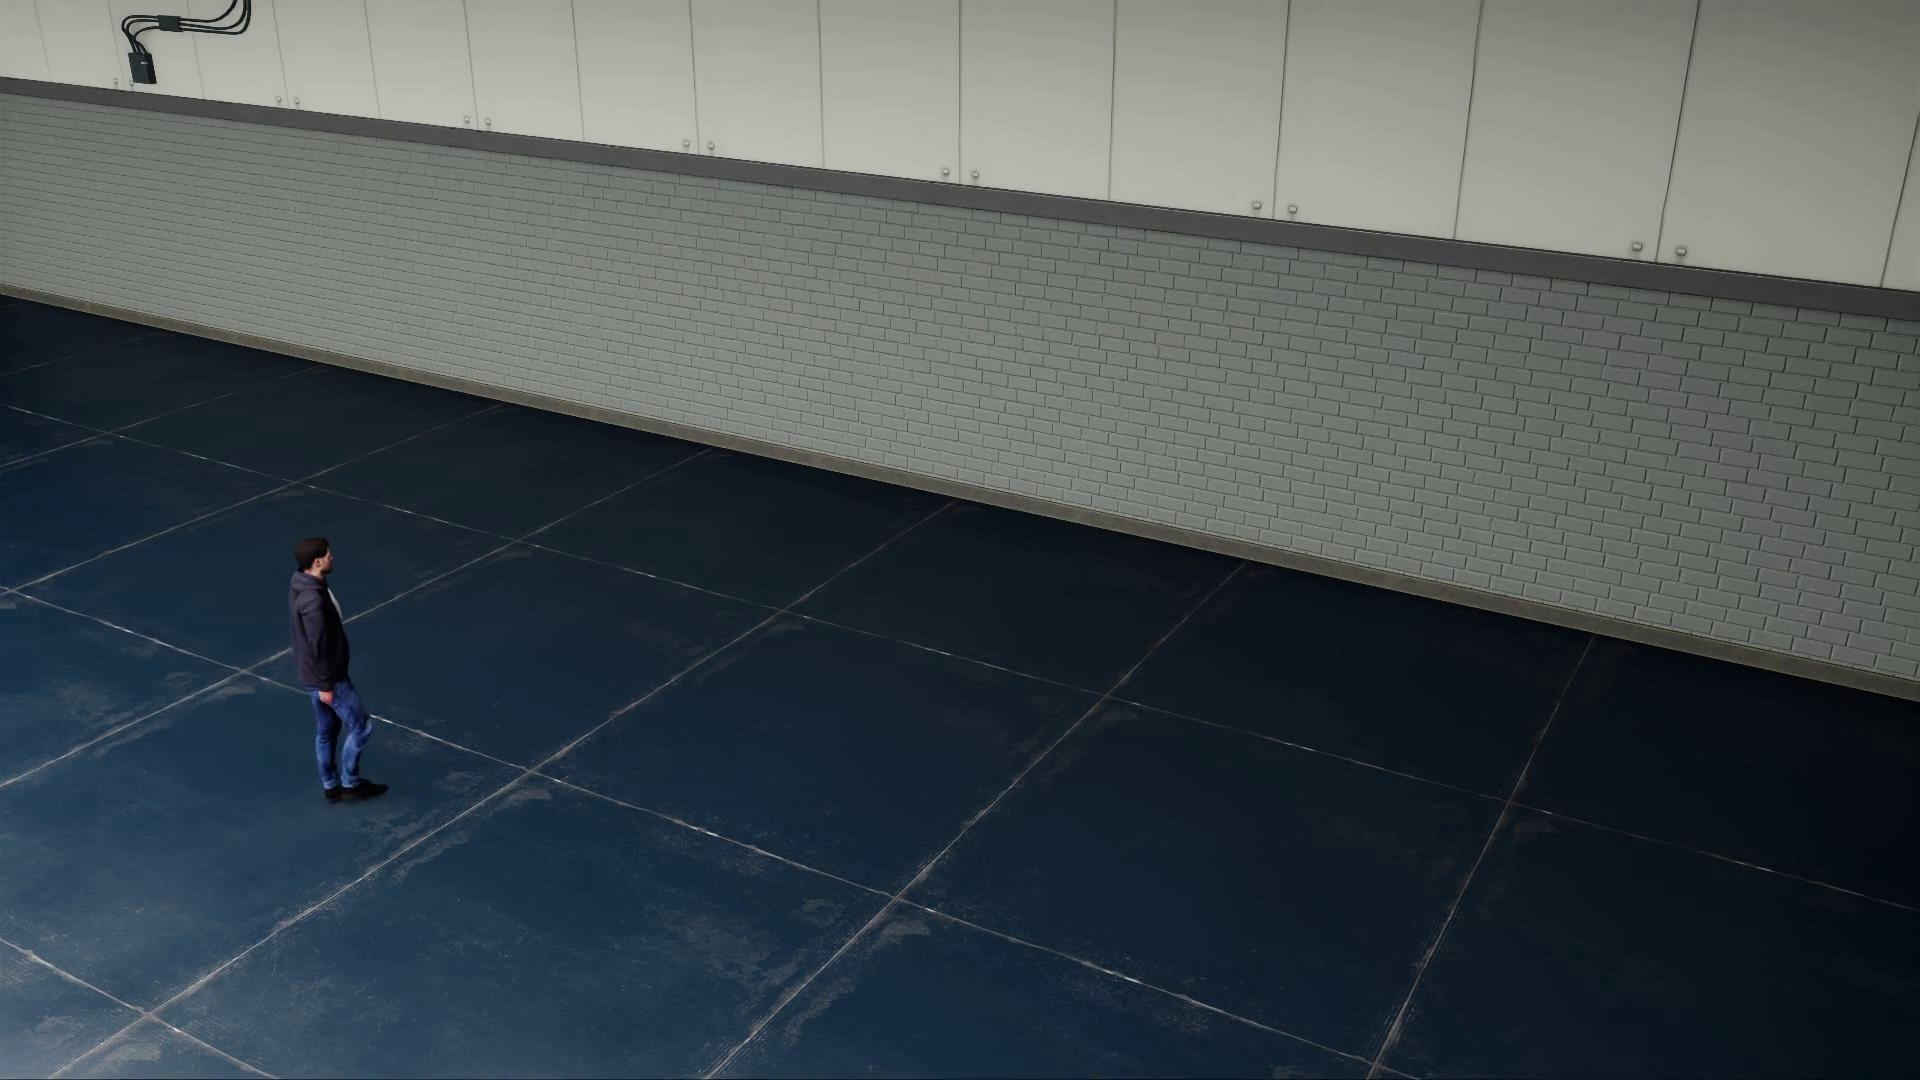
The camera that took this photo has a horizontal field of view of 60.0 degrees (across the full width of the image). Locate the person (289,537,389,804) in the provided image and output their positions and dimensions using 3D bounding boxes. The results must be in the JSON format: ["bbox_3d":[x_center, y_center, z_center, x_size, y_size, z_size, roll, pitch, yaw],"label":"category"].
[{"bbox_3d":[-4.229,0.894,10.855,0.838,1.877,0.825,-13,26,-28],"label":"person"}]
